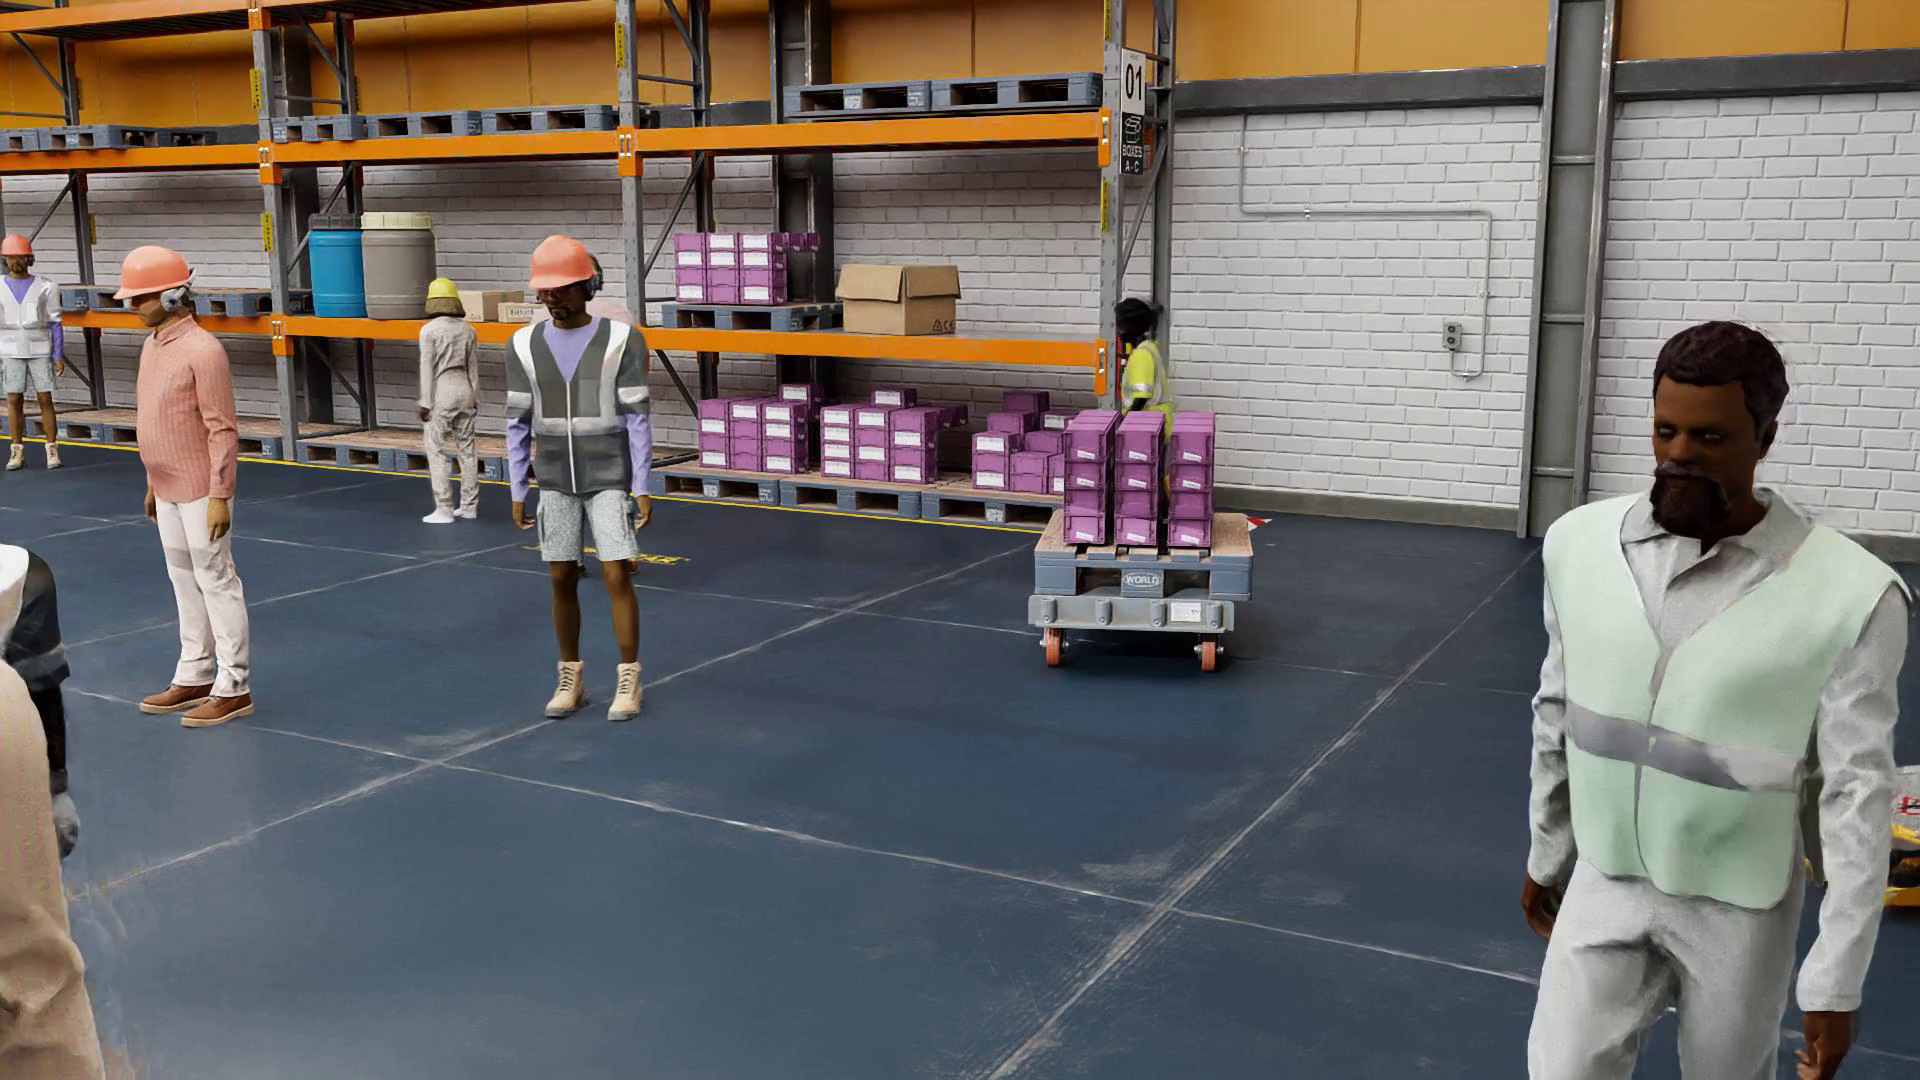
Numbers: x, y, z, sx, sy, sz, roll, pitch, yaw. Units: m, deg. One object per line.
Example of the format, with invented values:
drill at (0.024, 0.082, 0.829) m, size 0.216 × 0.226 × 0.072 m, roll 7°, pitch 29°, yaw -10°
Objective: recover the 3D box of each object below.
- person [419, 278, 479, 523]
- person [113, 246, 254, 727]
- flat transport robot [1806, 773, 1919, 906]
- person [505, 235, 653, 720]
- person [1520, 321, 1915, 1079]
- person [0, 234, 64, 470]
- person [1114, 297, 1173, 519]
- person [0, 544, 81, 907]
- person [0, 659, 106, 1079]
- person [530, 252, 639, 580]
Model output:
person at (-3.642, -0.987, 11.840) m, size 0.313 × 1.733 × 0.499 m, roll 6°, pitch 12°, yaw 31°
person at (-3.225, -0.216, 6.912) m, size 0.612 × 1.984 × 0.401 m, roll 9°, pitch 14°, yaw 40°
flat transport robot at (3.356, 0.918, 5.393) m, size 1.431 × 0.197 × 0.652 m, roll -3°, pitch 11°, yaw -14°
person at (-1.592, -0.246, 6.957) m, size 0.617 × 2.030 × 0.409 m, roll 1°, pitch 10°, yaw 4°
person at (1.121, 0.603, 2.682) m, size 0.882 × 1.881 × 0.627 m, roll -10°, pitch 14°, yaw -43°
person at (-8.138, -1.630, 14.493) m, size 0.608 × 2.048 × 0.365 m, roll -4°, pitch 11°, yaw -23°
person at (1.126, -0.641, 10.132) m, size 0.481 × 1.656 × 0.566 m, roll 2°, pitch 11°, yaw 11°
person at (-2.104, 0.565, 3.417) m, size 0.540 × 1.695 × 0.316 m, roll -7°, pitch 12°, yaw -32°
person at (-1.228, 0.721, 1.811) m, size 0.640 × 1.977 × 0.644 m, roll -1°, pitch 10°, yaw -7°
person at (-2.188, -0.719, 9.791) m, size 0.627 × 1.940 × 0.375 m, roll 0°, pitch 10°, yaw 0°
